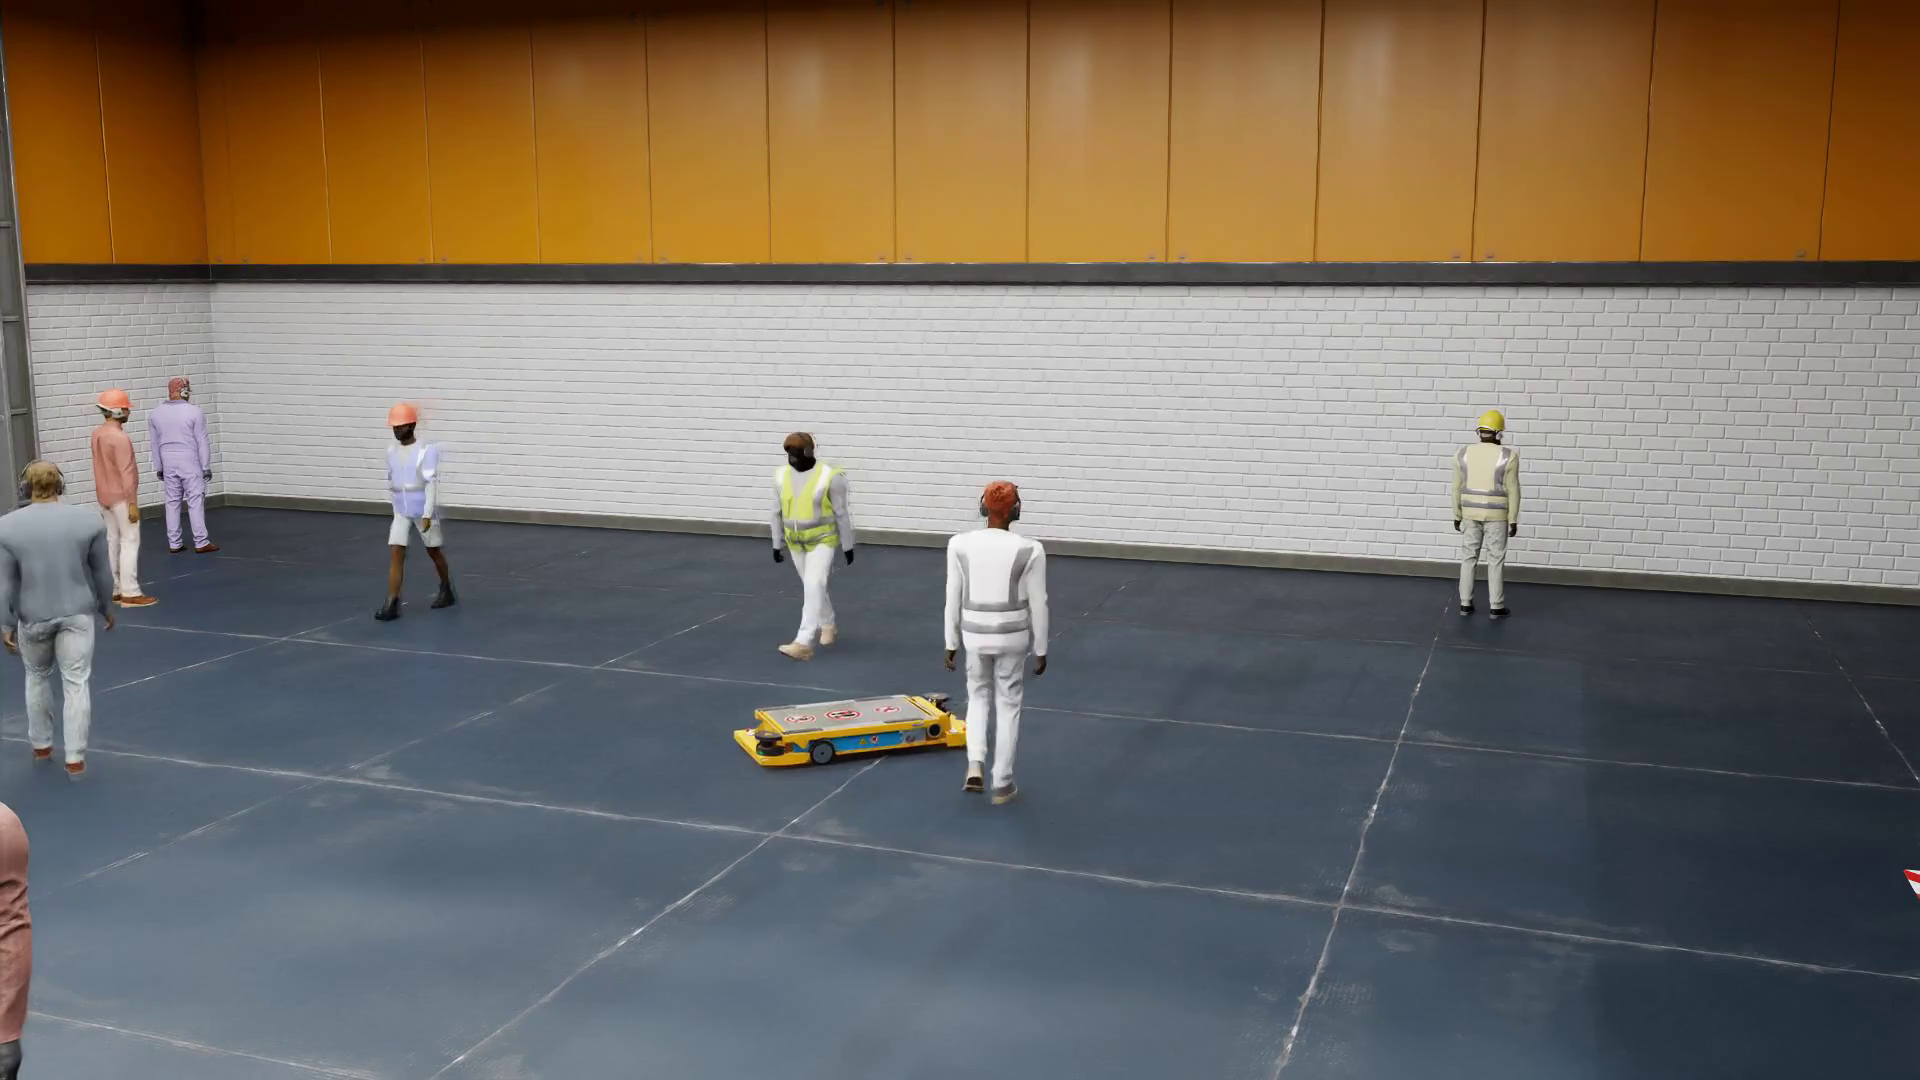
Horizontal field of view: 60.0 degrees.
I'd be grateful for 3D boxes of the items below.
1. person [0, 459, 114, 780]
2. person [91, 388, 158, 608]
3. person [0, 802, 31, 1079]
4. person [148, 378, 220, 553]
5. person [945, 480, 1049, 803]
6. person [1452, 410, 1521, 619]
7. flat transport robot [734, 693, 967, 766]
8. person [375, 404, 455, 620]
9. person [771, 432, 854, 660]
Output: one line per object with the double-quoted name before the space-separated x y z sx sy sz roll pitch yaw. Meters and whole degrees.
"person" -5.505 0.457 10.142 0.644 1.904 0.877 -5 10 -27
"person" -7.618 -0.383 15.090 0.623 1.993 0.387 7 12 37
"person" -2.915 1.354 4.608 0.636 1.903 0.405 0 9 1
"person" -8.378 -0.799 17.967 0.640 1.901 0.401 1 9 8
"person" 0.215 0.583 9.483 0.598 1.866 0.428 2 9 15
"person" 4.626 -0.227 14.622 0.592 1.832 0.404 7 11 37
"flat transport robot" -0.668 1.196 10.622 1.431 0.197 0.652 -4 10 -22
"person" -4.842 -0.267 14.711 0.546 1.890 0.996 2 9 13
"person" -1.171 0.023 13.231 0.661 1.787 0.985 5 10 28
